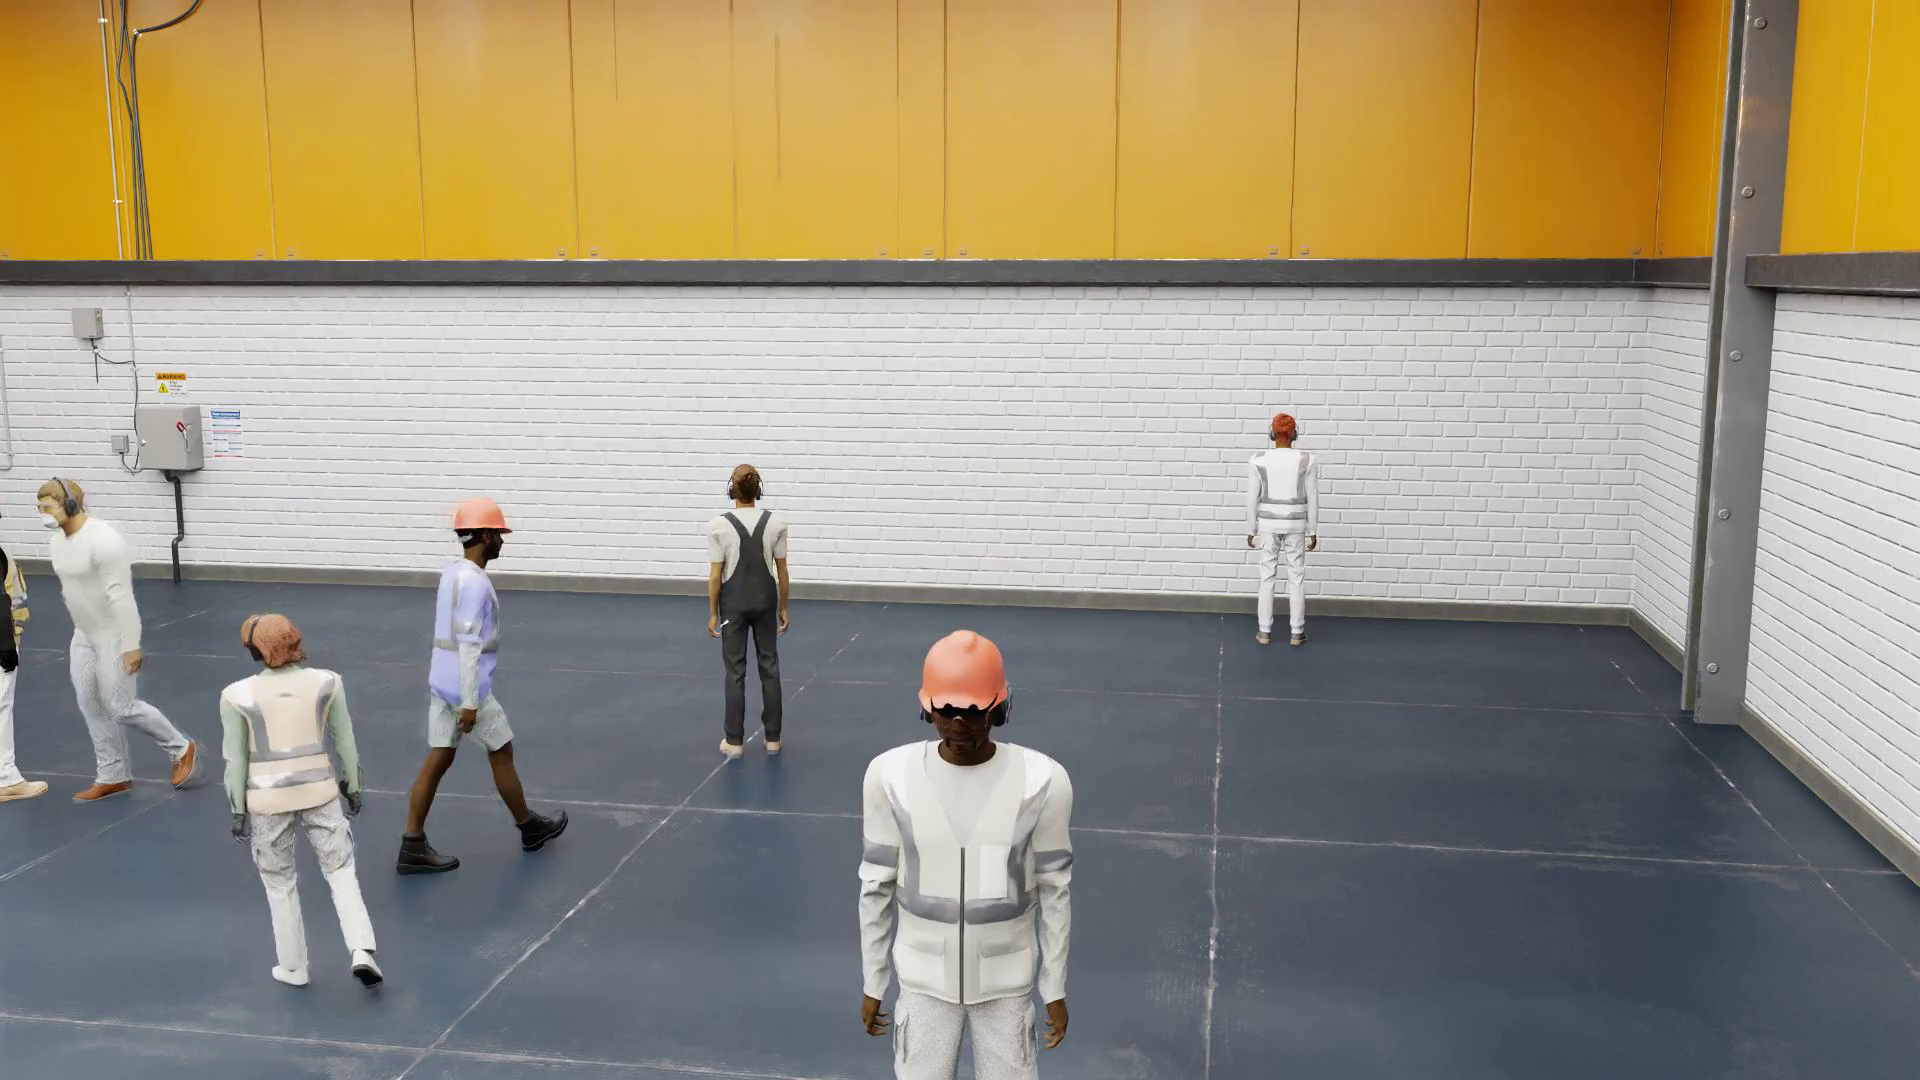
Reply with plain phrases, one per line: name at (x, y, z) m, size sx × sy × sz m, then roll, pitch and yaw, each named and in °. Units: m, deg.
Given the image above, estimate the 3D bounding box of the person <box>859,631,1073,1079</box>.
person at (0.012, 1.253, 4.766) m, size 0.614 × 2.038 × 0.396 m, roll 1°, pitch 9°, yaw 4°

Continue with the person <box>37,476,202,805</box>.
person at (-4.830, 0.556, 9.518) m, size 0.652 × 1.901 × 0.697 m, roll 6°, pitch 11°, yaw 34°

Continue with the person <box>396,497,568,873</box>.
person at (-2.481, 0.732, 8.469) m, size 0.935 × 1.879 × 0.561 m, roll -6°, pitch 11°, yaw -35°

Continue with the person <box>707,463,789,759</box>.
person at (-1.319, 0.441, 10.378) m, size 0.521 × 1.843 × 0.345 m, roll -3°, pitch 10°, yaw -19°

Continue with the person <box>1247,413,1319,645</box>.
person at (2.618, -0.087, 13.506) m, size 0.573 × 1.887 × 0.354 m, roll 2°, pitch 9°, yaw 14°

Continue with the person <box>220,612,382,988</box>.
person at (-2.750, 1.117, 6.927) m, size 0.539 × 1.615 × 0.572 m, roll -6°, pitch 11°, yaw -35°

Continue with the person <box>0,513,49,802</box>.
person at (-5.586, 0.576, 9.554) m, size 0.621 × 1.845 × 0.429 m, roll 7°, pitch 11°, yaw 36°
